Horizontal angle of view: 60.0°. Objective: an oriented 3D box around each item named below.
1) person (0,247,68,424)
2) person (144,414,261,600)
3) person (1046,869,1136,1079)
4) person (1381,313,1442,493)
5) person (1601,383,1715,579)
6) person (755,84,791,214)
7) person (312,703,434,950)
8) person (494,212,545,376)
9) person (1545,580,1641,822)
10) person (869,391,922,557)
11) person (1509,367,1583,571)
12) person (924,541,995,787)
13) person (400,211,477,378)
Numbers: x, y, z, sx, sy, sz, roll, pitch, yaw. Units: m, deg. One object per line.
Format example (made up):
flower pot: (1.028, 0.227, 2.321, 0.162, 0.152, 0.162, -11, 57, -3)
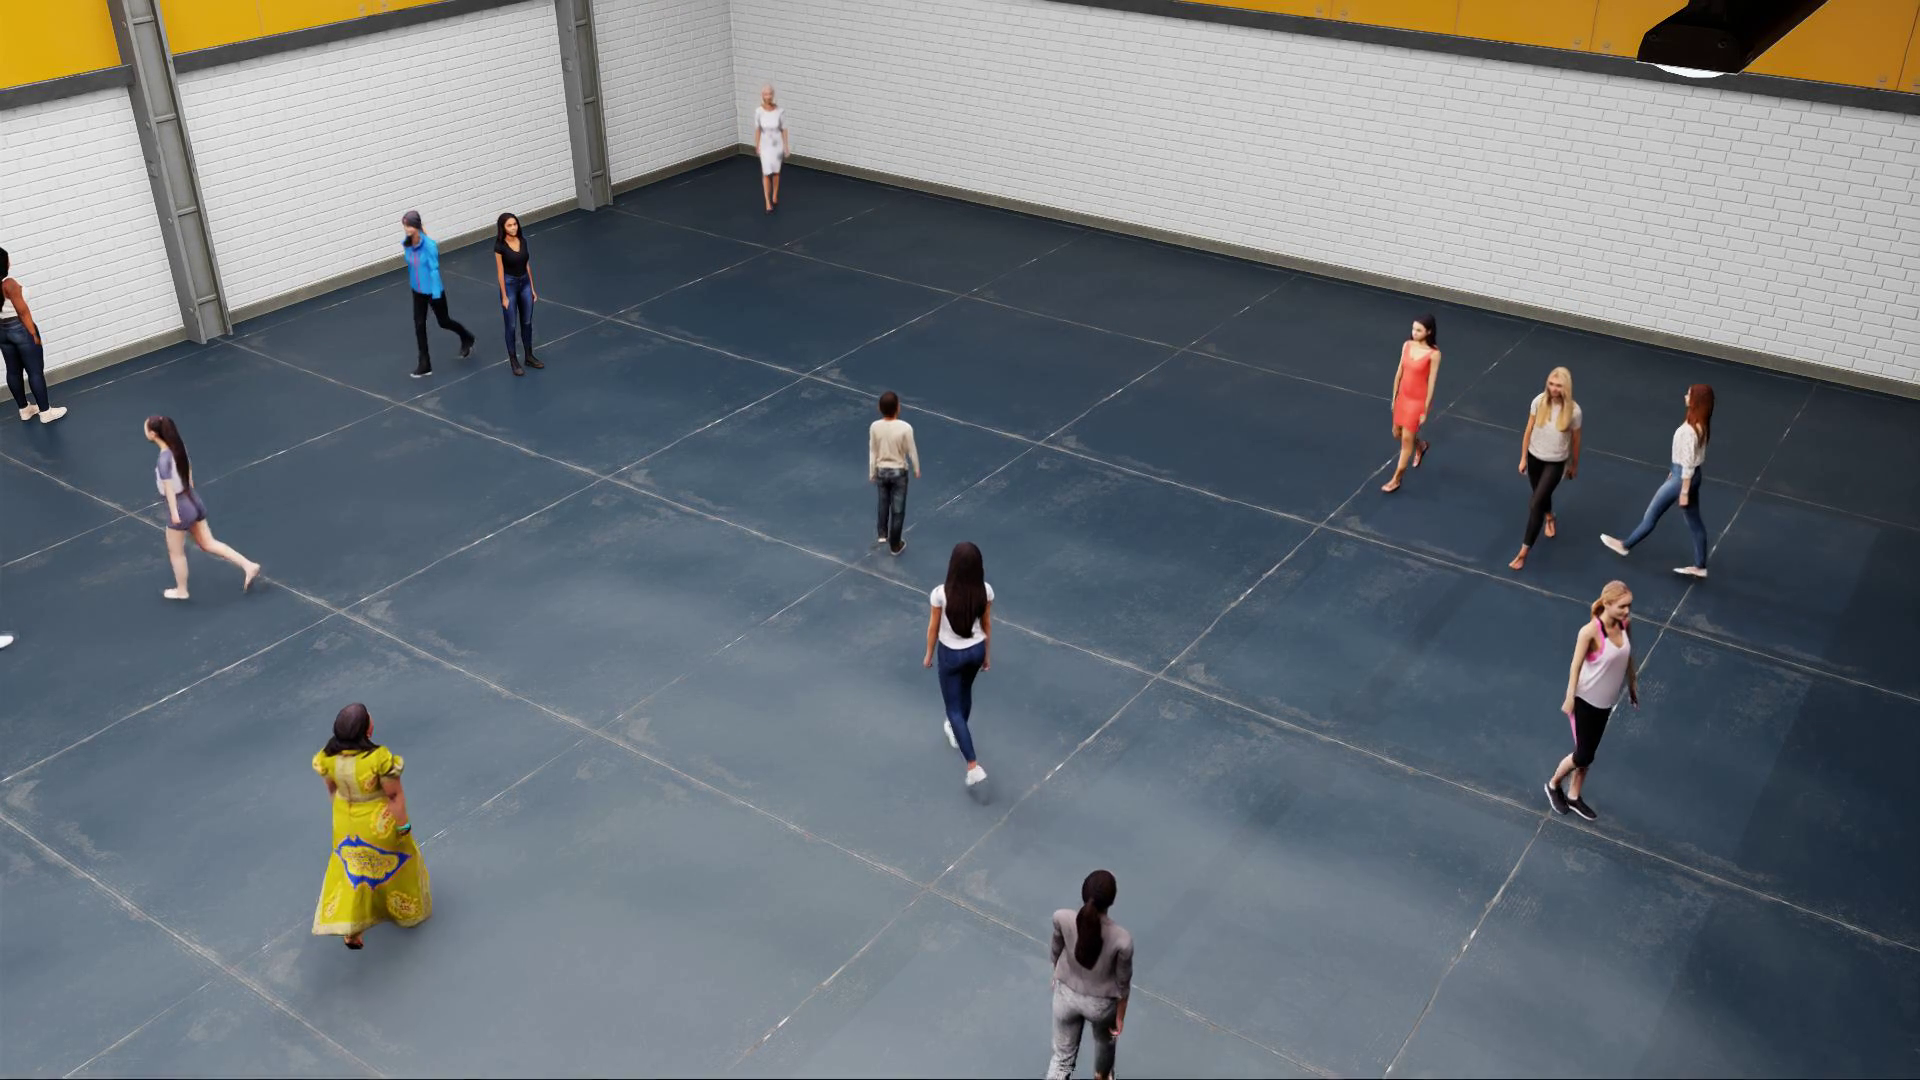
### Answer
person: (-9.389, -2.042, 16.528, 0.709, 1.806, 0.699, 9, 30, 16)
person: (-6.157, -0.249, 13.436, 1.026, 1.619, 1.040, -1, 29, -3)
person: (0.609, 2.429, 8.502, 0.780, 1.643, 1.125, 10, 30, 18)
person: (4.197, -1.271, 15.220, 0.987, 1.705, 0.746, -21, 35, -33)
person: (6.065, -0.451, 13.738, 0.686, 1.684, 1.055, 20, 35, 33)
person: (-2.586, -5.389, 22.754, 0.927, 1.718, 0.954, -8, 30, -14)
person: (-3.510, 1.726, 9.794, 1.095, 1.640, 1.251, 3, 29, 5)
person: (-4.728, -2.641, 17.701, 0.645, 1.735, 0.497, 23, 36, 36)
person: (4.121, 1.011, 10.958, 0.679, 1.781, 0.789, -15, 32, -26)
person: (-0.596, -0.530, 14.126, 0.639, 1.452, 0.664, 8, 30, 15)
person: (4.990, -0.665, 14.043, 0.628, 1.768, 1.198, 19, 34, 31)
person: (0.030, 0.856, 11.276, 1.132, 1.747, 1.070, -11, 30, -19)
person: (-5.564, -2.638, 17.667, 0.741, 1.762, 1.200, 13, 31, 23)
